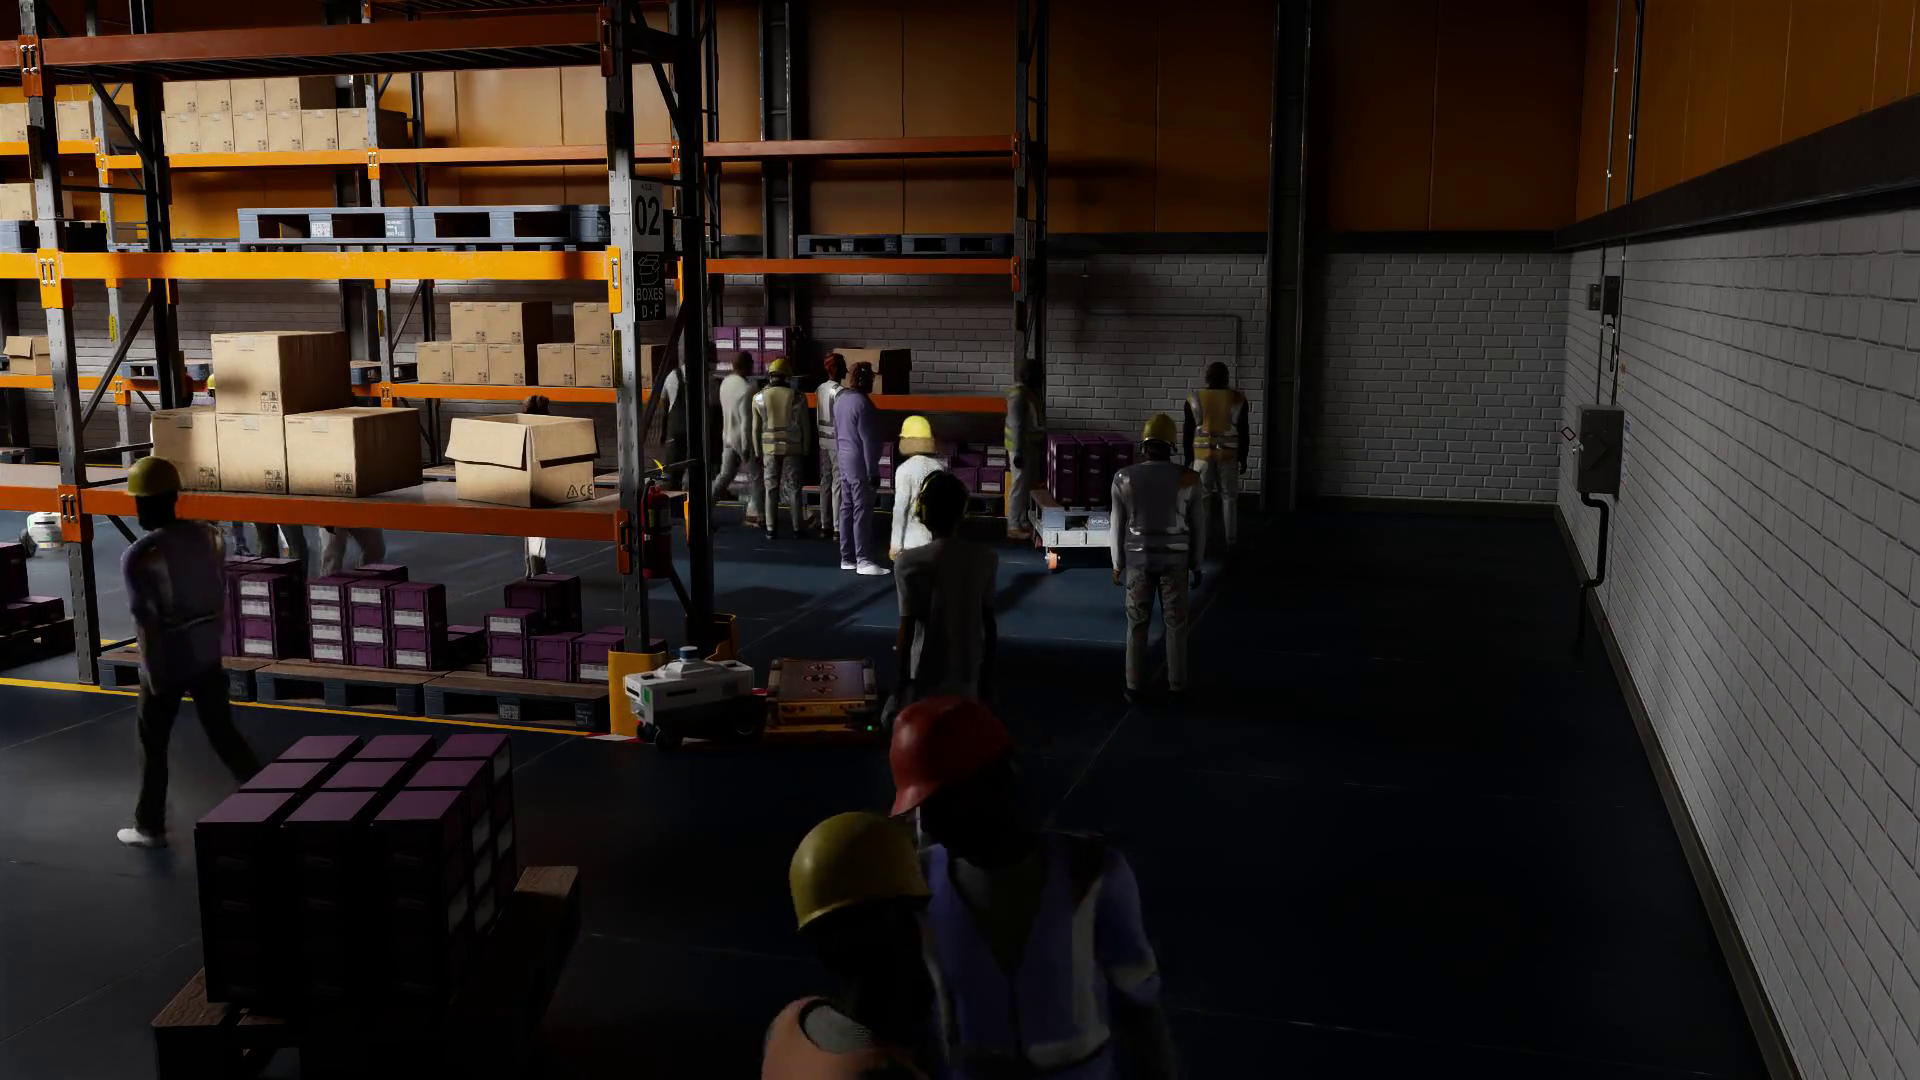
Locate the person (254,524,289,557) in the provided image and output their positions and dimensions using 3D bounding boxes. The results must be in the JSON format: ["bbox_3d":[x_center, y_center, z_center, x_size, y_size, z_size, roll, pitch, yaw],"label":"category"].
[{"bbox_3d":[-6.553,-0.791,15.856,0.895,1.906,0.632,8,12,41],"label":"person"}]

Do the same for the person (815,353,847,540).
[{"bbox_3d":[-1.240,-0.939,16.762,0.355,1.885,0.576,-6,11,-33],"label":"person"}]

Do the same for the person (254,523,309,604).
[{"bbox_3d":[-5.495,-0.407,13.371,0.628,1.934,0.375,2,10,12],"label":"person"}]

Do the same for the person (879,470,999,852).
[{"bbox_3d":[-0.093,0.630,7.269,0.580,1.862,0.340,-5,11,-29],"label":"person"}]

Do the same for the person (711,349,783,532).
[{"bbox_3d":[-2.333,-1.025,17.256,0.964,1.910,0.635,-8,12,-39],"label":"person"}]

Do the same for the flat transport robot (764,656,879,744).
[{"bbox_3d":[-0.839,0.953,10.135,0.652,0.197,1.431,-1,9,-4],"label":"flat transport robot"}]

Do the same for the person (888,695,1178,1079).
[{"bbox_3d":[0.195,1.264,3.479,0.736,1.855,0.319,1,9,4],"label":"person"}]

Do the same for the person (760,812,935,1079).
[{"bbox_3d":[-0.166,1.388,2.615,0.437,1.882,0.665,-4,10,-21],"label":"person"}]

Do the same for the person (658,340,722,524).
[{"bbox_3d":[-2.893,-1.169,17.689,0.891,2.000,0.537,4,10,24],"label":"person"}]

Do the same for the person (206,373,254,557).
[{"bbox_3d":[-6.919,-0.695,15.640,0.309,1.769,0.525,9,13,44],"label":"person"}]

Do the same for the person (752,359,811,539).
[{"bbox_3d":[-1.793,-0.910,16.771,0.586,1.824,0.404,0,9,0],"label":"person"}]

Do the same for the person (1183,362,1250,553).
[{"bbox_3d":[2.461,-0.793,16.002,0.634,1.841,0.429,1,9,7],"label":"person"}]

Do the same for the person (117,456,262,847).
[{"bbox_3d":[-3.566,0.548,7.709,0.937,1.891,0.585,4,10,25],"label":"person"}]

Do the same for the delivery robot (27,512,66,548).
[{"bbox_3d":[-8.624,-0.185,15.924,0.477,0.478,0.707,-1,9,-8],"label":"delivery robot"}]

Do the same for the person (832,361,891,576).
[{"bbox_3d":[-0.876,-0.642,14.879,0.404,1.911,0.636,-5,11,-29],"label":"person"}]

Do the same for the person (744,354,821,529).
[{"bbox_3d":[-1.839,-1.021,17.416,1.016,1.827,0.594,2,10,12],"label":"person"}]

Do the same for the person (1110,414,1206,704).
[{"bbox_3d":[1.240,0.124,10.438,0.598,1.832,0.404,1,9,8],"label":"person"}]

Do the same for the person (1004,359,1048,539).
[{"bbox_3d":[0.676,-0.912,16.828,0.435,1.822,0.631,3,10,18],"label":"person"}]

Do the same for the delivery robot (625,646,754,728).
[{"bbox_3d":[-1.558,0.856,9.580,0.707,0.478,0.477,-6,11,-33],"label":"delivery robot"}]

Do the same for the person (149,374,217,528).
[{"bbox_3d":[-6.066,-0.353,13.052,0.554,1.938,0.382,-1,9,-3],"label":"person"}]

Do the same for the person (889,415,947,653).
[{"bbox_3d":[-0.213,-0.001,11.549,0.721,1.720,0.491,7,11,35],"label":"person"}]

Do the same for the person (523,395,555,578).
[{"bbox_3d":[-3.683,-0.446,14.509,0.306,1.637,0.523,-4,10,-22],"label":"person"}]

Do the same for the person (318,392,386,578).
[{"bbox_3d":[-4.690,-0.243,12.720,0.530,1.828,0.644,4,10,22],"label":"person"}]
